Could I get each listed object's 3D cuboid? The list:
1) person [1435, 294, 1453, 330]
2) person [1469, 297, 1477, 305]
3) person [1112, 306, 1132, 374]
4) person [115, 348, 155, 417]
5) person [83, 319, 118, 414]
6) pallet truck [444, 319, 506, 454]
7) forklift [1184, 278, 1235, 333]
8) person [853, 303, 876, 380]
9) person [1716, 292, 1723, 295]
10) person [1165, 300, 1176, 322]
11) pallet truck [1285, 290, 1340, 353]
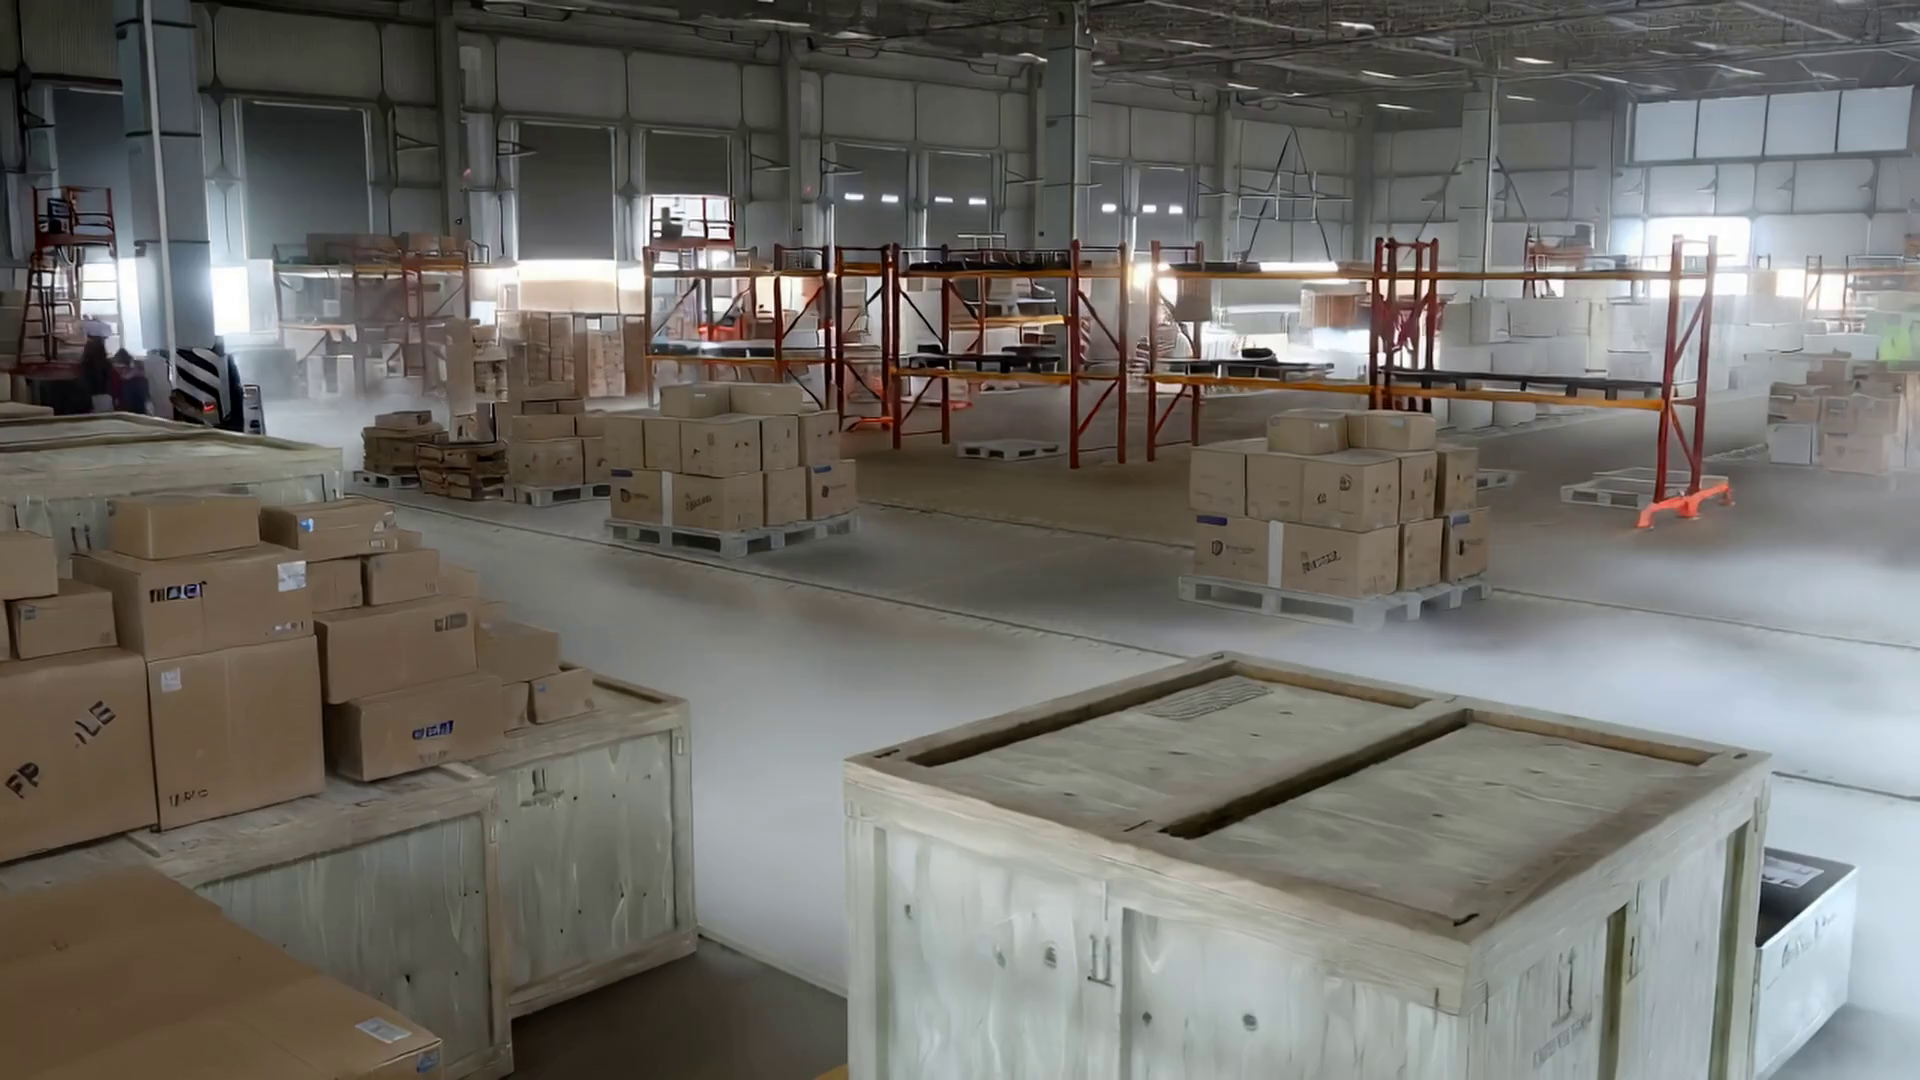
[{"bbox_3d":[14.597,-6.480,50.240,0.637,1.920,0.828,3,10,16],"label":"person"},{"bbox_3d":[12.955,-5.161,42.063,0.635,1.938,0.361,-3,10,-16],"label":"person"},{"bbox_3d":[4.262,-5.044,42.059,0.883,1.696,0.501,2,10,13],"label":"person"},{"bbox_3d":[-8.797,-1.175,17.984,0.539,1.831,0.896,4,10,25],"label":"person"},{"bbox_3d":[-11.859,-2.060,22.943,0.474,1.970,0.635,-4,10,-23],"label":"person"},{"bbox_3d":[-6.981,-1.942,22.150,1.885,1.965,0.823,1,9,9],"label":"pallet truck"},{"bbox_3d":[6.700,-6.374,46.624,1.873,2.768,1.129,9,13,43],"label":"forklift"},{"bbox_3d":[-2.269,-4.765,39.897,0.580,1.860,0.734,3,10,16],"label":"person"},{"bbox_3d":[23.943,-6.855,52.509,0.559,1.922,0.694,7,12,37],"label":"person"},{"bbox_3d":[6.925,-7.167,55.351,0.546,1.616,0.596,-2,10,-14],"label":"person"},{"bbox_3d":[11.297,-6.951,52.861,1.885,1.965,0.823,-5,11,-29],"label":"pallet truck"}]
